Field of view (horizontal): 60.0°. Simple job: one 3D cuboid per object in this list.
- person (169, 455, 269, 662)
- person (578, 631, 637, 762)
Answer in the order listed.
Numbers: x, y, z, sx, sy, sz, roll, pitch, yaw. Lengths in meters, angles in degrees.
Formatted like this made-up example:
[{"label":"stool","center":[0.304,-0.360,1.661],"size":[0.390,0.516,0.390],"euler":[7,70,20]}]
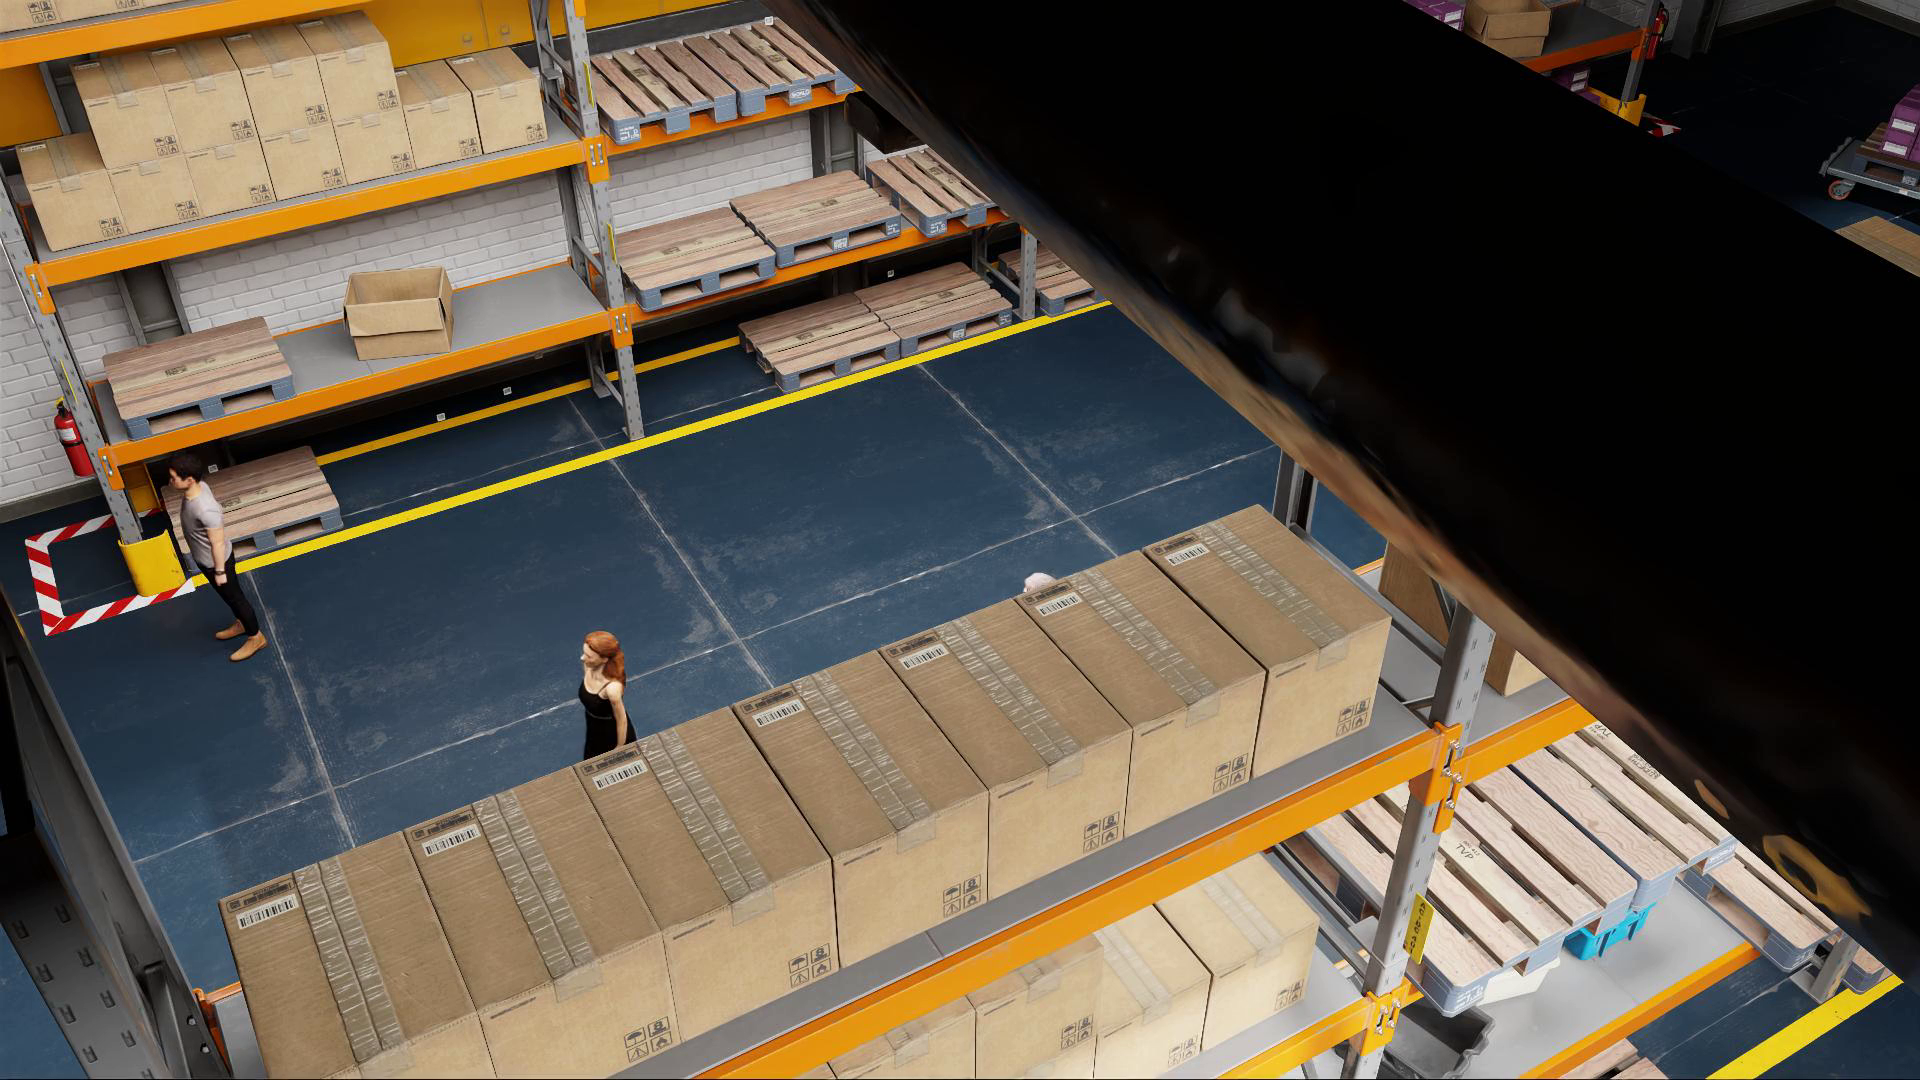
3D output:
[{"label":"person","center":[-5.305,0.096,11.840],"size":[0.547,1.724,0.620],"euler":[-24,44,-27]},{"label":"person","center":[-2.199,1.210,10.525],"size":[0.609,1.625,0.606],"euler":[-26,46,-29]}]
